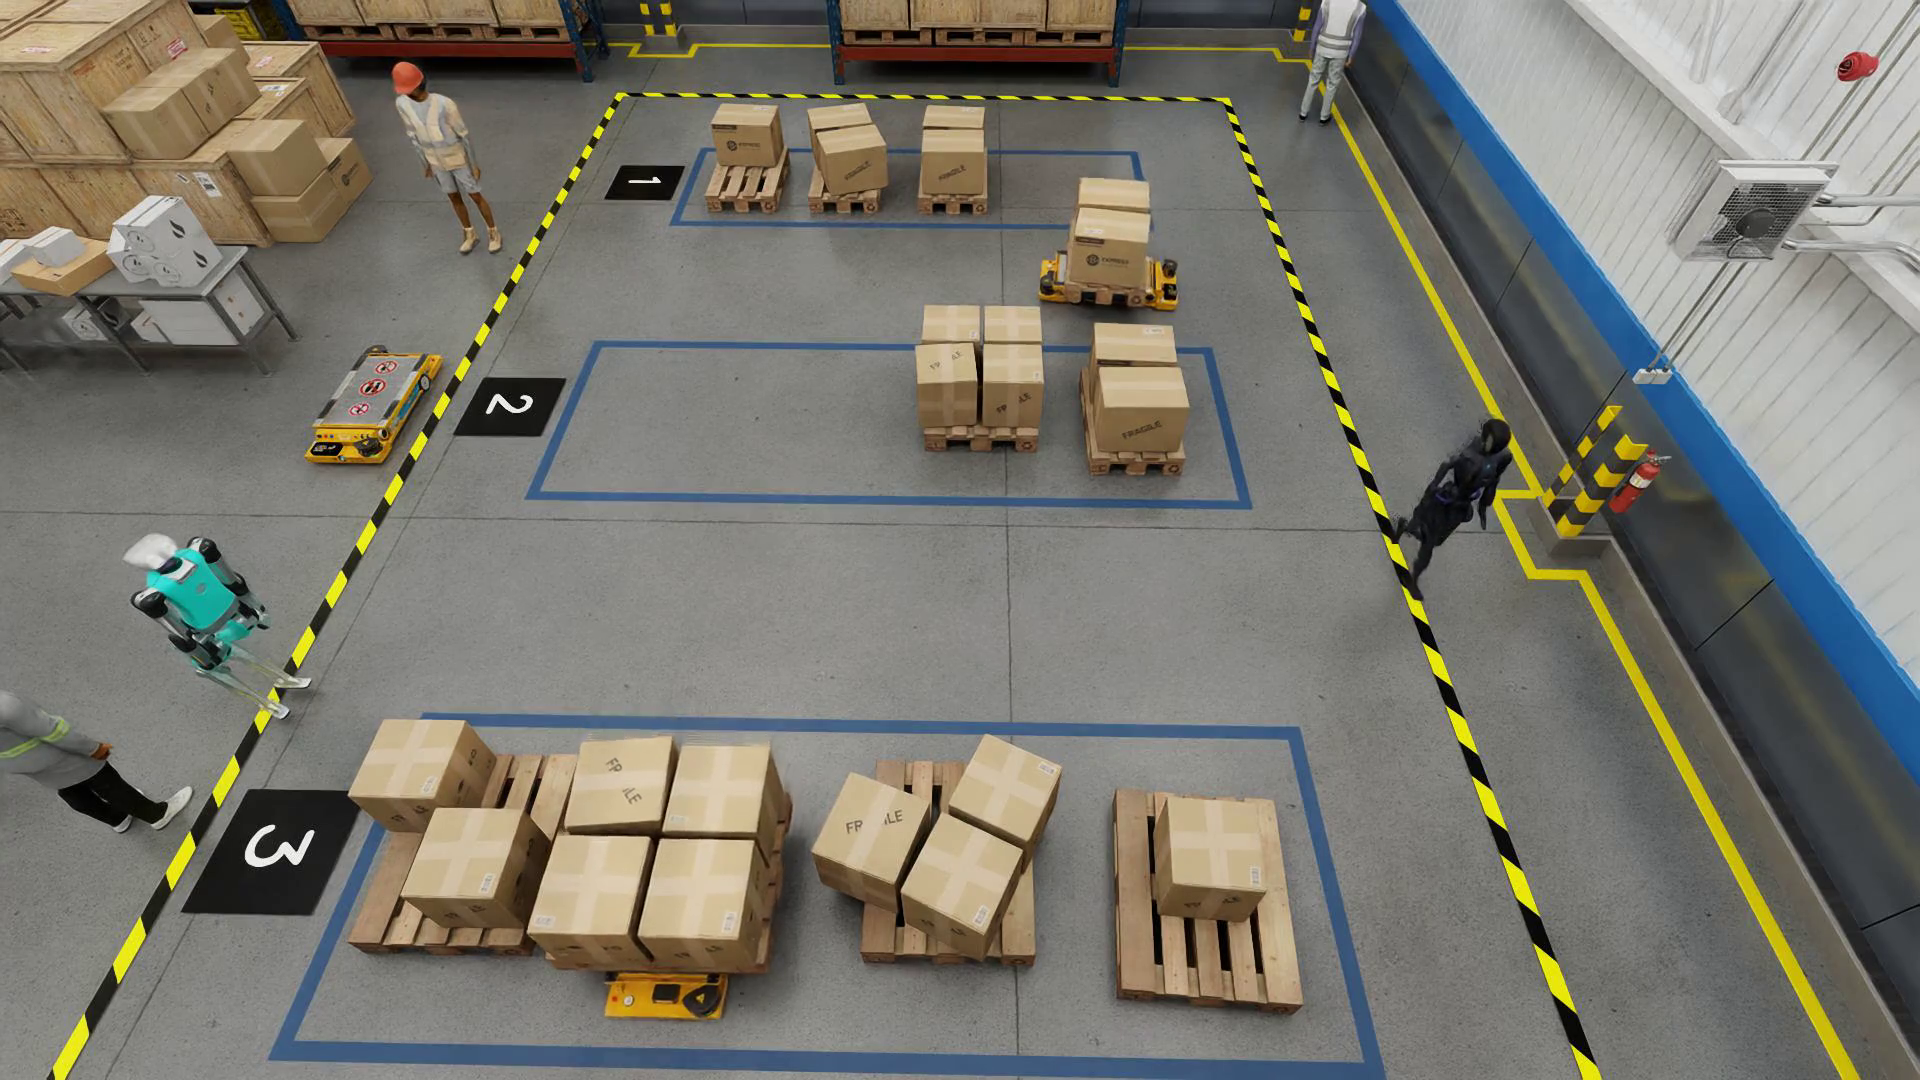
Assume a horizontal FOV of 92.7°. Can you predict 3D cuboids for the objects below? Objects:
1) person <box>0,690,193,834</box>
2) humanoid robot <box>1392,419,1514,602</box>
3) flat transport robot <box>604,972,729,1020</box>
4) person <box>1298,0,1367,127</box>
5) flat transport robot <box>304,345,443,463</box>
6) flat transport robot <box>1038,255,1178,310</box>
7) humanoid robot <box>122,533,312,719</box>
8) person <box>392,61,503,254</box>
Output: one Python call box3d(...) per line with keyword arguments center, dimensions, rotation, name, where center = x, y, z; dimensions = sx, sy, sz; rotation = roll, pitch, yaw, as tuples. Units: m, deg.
box3d(center=(-5.308, 1.199, 5.315), dimensions=(0.589, 1.852, 0.368), rotation=(-1, 50, -1), name="person")
box3d(center=(3.549, -0.304, 6.714), dimensions=(0.600, 1.625, 0.659), rotation=(-7, 50, -6), name="humanoid robot")
box3d(center=(-1.662, 2.105, 5.568), dimensions=(0.652, 0.197, 1.431), rotation=(1, 50, 1), name="flat transport robot")
box3d(center=(4.715, -6.199, 11.591), dimensions=(0.587, 1.828, 0.403), rotation=(23, 54, 18), name="person")
box3d(center=(-5.383, -1.269, 8.441), dimensions=(0.659, 0.231, 1.431), rotation=(1, 50, 1), name="flat transport robot")
box3d(center=(1.570, -2.753, 9.678), dimensions=(1.431, 0.197, 0.652), rotation=(6, 50, 5), name="flat transport robot")
box3d(center=(-4.843, 0.541, 5.859), dimensions=(0.735, 1.677, 0.533), rotation=(10, 50, 8), name="humanoid robot")
box3d(center=(-5.328, -3.931, 9.541), dimensions=(0.607, 2.031, 0.405), rotation=(2, 50, 1), name="person")
